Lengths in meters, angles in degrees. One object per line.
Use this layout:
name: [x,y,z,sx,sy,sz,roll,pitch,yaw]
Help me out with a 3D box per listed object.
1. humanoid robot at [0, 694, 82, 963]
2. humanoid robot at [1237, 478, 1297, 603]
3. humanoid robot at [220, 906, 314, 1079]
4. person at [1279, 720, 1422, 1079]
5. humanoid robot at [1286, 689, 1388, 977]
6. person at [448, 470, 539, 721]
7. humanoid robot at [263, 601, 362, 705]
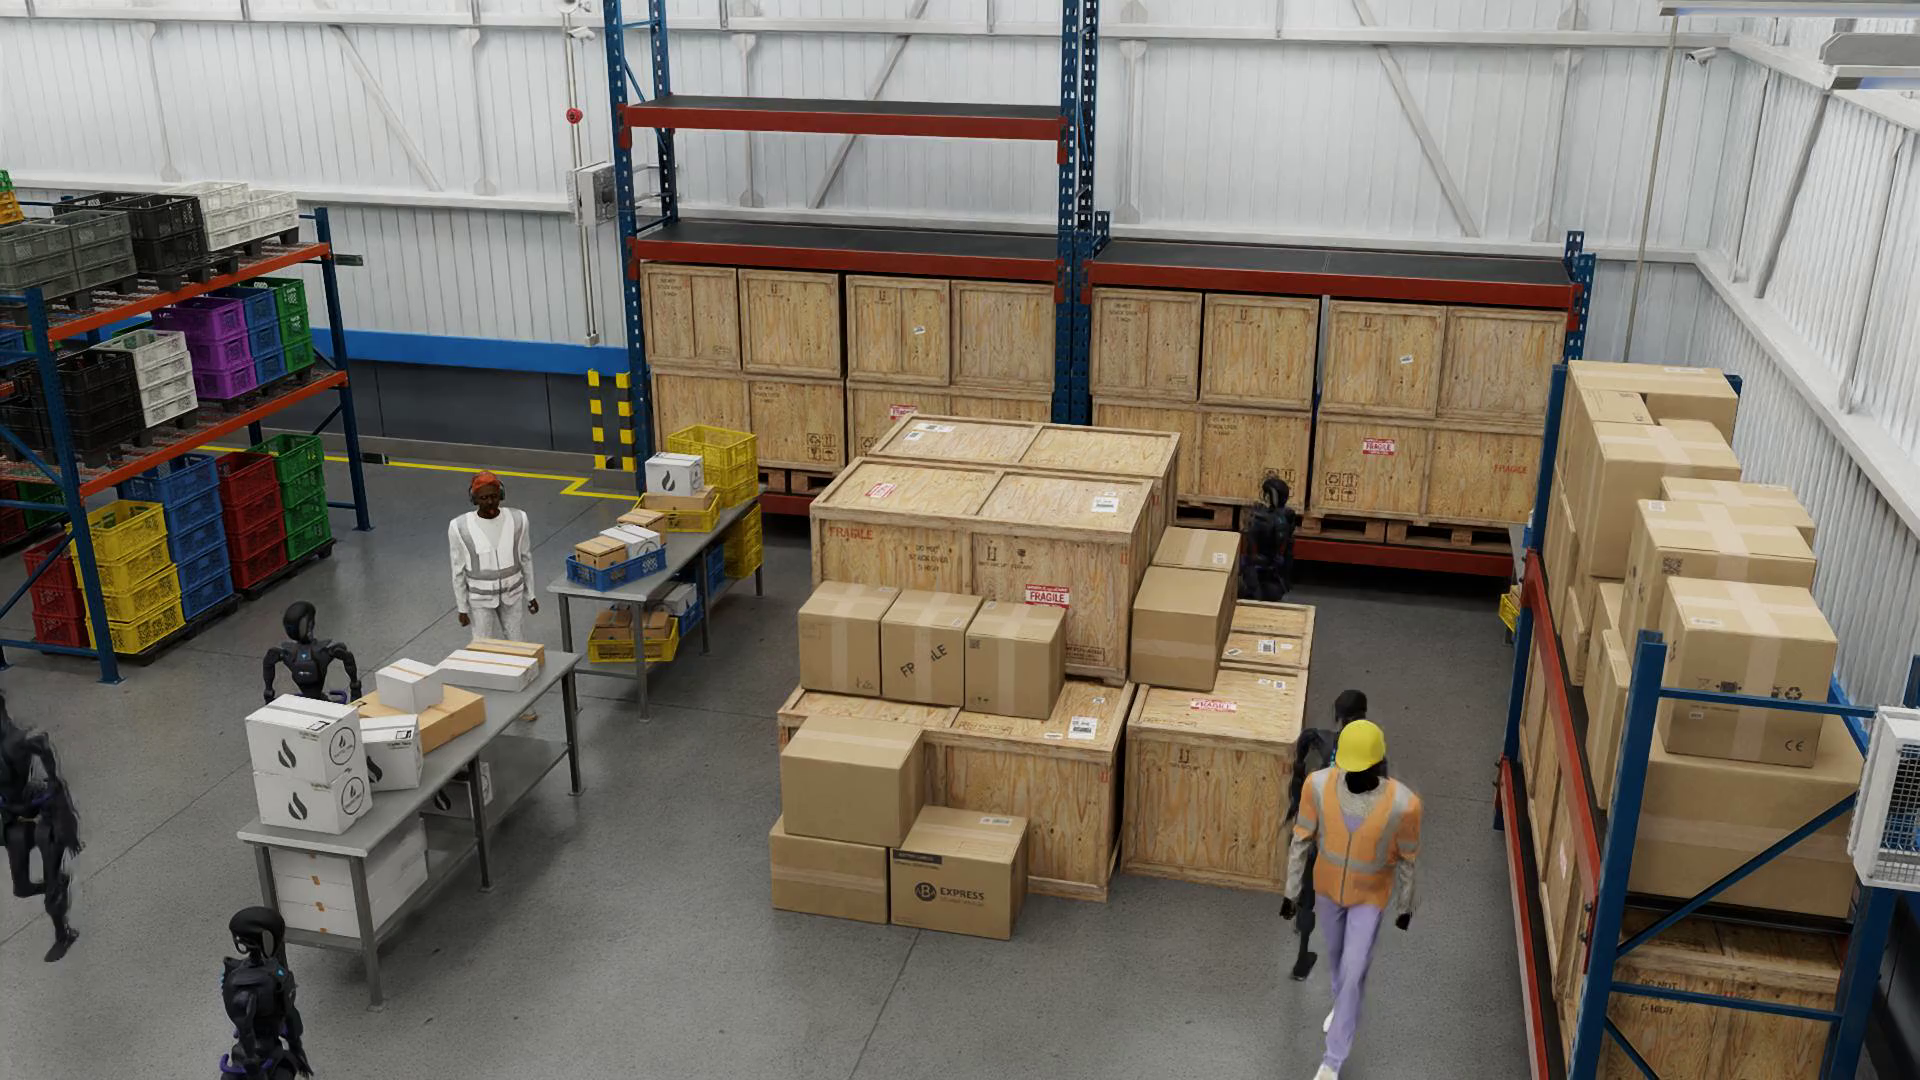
humanoid robot: [-5.130,1.510,9.149,0.591,1.630,0.518,-1,21,-2]
humanoid robot: [2.282,0.325,12.268,0.619,1.623,0.760,-14,25,-32]
humanoid robot: [-2.939,2.288,7.094,0.358,1.648,0.545,-2,21,-4]
person: [1.883,1.764,8.171,0.602,1.880,0.966,12,24,30]
humanoid robot: [2.016,1.552,9.031,0.609,1.639,0.630,12,24,28]
person: [-3.262,0.417,11.696,0.572,1.883,0.354,-12,24,-29]
humanoid robot: [-3.882,1.140,10.072,0.609,1.656,0.315,-4,21,-10]
